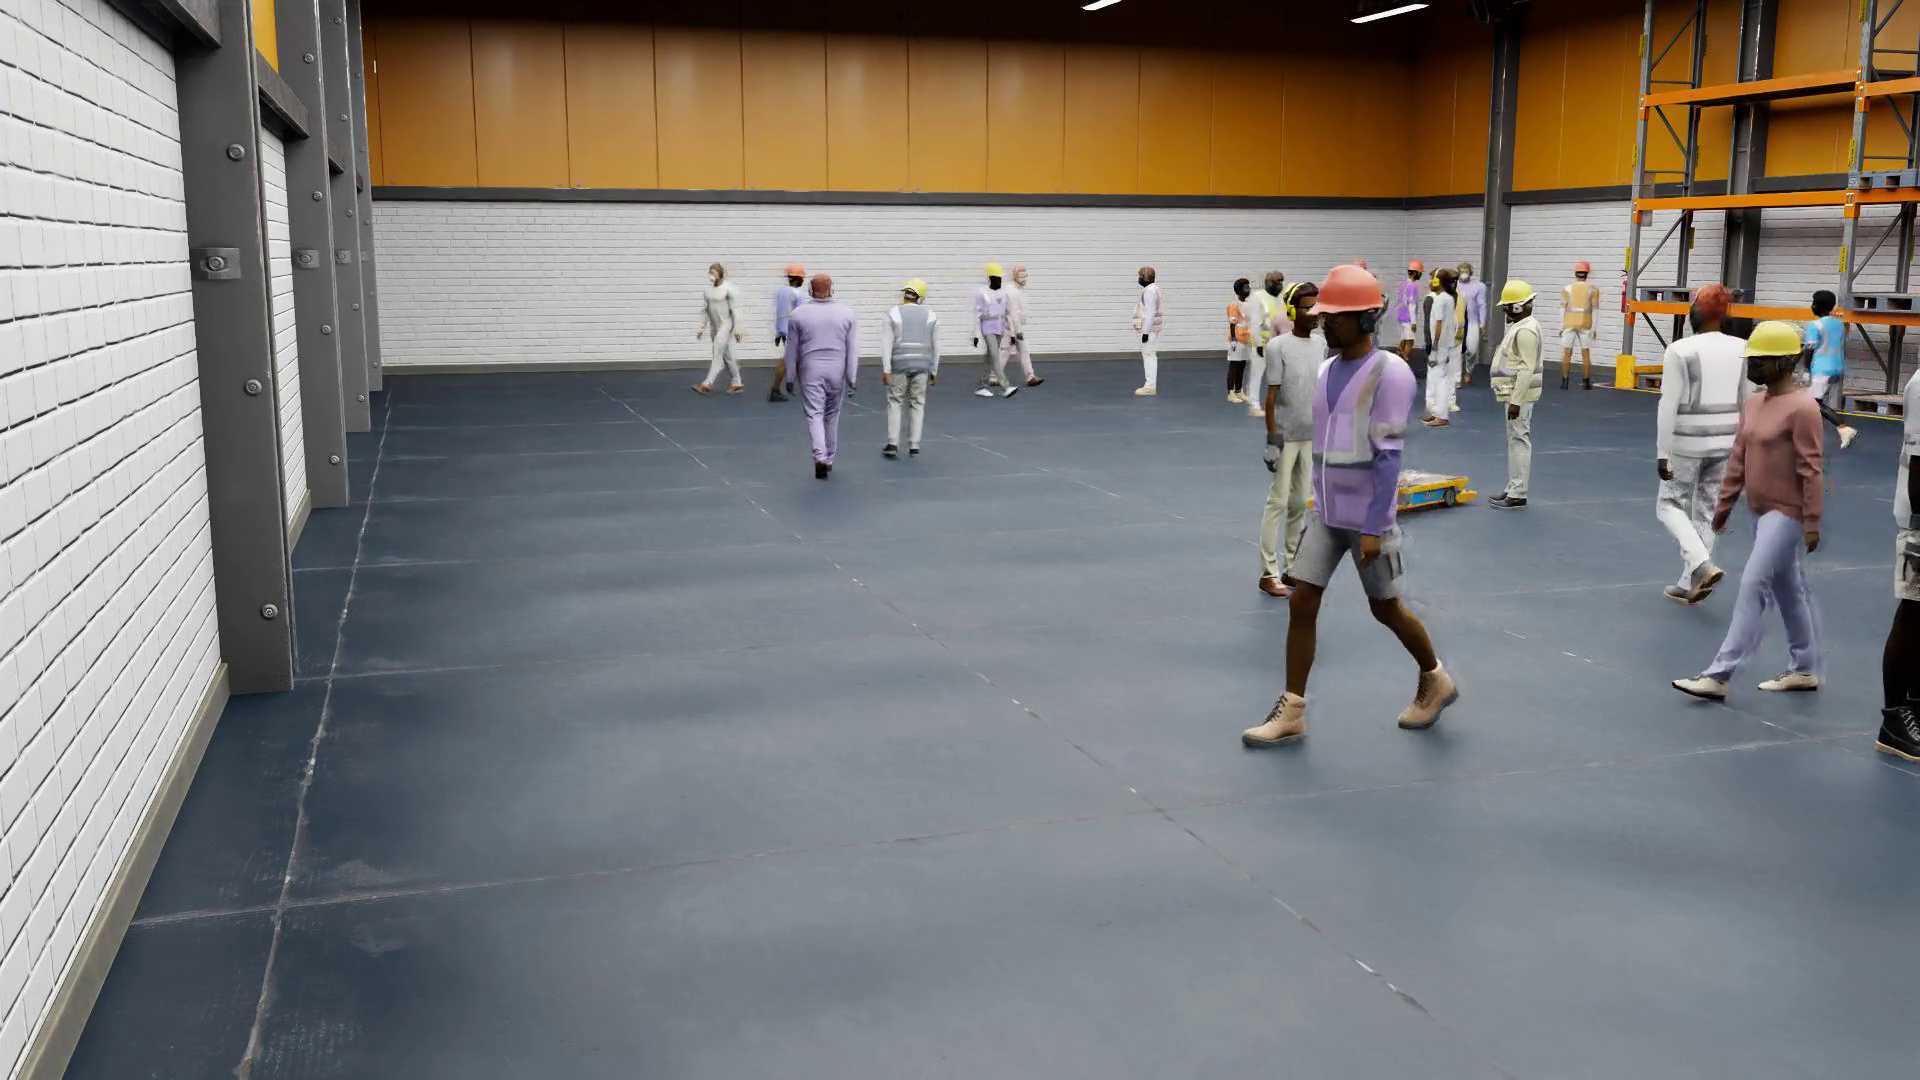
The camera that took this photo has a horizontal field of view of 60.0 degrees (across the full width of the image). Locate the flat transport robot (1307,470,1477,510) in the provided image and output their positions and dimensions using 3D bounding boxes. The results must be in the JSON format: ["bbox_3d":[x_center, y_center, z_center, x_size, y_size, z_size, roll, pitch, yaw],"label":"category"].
[{"bbox_3d":[3.485,-0.390,13.357,1.431,0.197,0.652,-9,13,-41],"label":"flat transport robot"}]

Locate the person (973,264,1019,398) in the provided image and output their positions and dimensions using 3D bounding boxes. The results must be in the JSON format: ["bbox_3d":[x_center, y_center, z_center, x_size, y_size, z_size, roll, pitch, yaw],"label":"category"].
[{"bbox_3d":[0.541,-2.923,23.360,0.612,1.876,0.954,-9,13,-42],"label":"person"}]

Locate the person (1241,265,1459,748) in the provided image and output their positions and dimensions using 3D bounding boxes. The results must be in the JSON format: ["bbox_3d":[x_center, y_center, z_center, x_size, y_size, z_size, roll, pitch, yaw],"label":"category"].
[{"bbox_3d":[1.693,-0.138,6.927,1.018,2.004,0.599,-5,11,-26],"label":"person"}]

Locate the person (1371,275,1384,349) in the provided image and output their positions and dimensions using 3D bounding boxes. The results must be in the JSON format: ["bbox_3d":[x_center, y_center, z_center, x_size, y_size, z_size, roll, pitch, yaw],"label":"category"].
[{"bbox_3d":[7.694,-4.160,31.243,0.501,1.633,0.279,1,10,8],"label":"person"}]

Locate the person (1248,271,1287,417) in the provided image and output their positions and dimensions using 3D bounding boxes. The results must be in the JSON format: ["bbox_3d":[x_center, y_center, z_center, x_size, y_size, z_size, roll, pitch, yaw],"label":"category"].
[{"bbox_3d":[3.886,-2.403,20.552,0.640,1.810,0.827,-6,11,-31],"label":"person"}]

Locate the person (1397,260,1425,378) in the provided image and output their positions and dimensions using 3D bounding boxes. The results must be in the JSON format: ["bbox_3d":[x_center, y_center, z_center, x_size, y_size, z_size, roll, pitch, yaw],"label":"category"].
[{"bbox_3d":[7.363,-3.599,27.168,0.415,1.926,0.557,0,10,2],"label":"person"}]

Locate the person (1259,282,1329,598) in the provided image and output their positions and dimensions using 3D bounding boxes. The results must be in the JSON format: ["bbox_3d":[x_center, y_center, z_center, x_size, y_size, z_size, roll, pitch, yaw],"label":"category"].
[{"bbox_3d":[2.020,-0.598,9.940,0.515,1.872,0.333,-7,12,-36],"label":"person"}]

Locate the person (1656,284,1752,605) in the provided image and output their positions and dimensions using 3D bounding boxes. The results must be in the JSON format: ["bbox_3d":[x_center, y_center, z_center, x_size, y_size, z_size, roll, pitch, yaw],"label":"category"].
[{"bbox_3d":[4.257,-0.522,9.497,0.584,1.867,0.551,-1,10,-8],"label":"person"}]

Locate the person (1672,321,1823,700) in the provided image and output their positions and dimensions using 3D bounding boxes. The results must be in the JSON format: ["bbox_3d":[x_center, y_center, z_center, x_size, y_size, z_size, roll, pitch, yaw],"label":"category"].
[{"bbox_3d":[3.628,-0.124,7.596,0.848,1.726,0.550,0,10,-2],"label":"person"}]

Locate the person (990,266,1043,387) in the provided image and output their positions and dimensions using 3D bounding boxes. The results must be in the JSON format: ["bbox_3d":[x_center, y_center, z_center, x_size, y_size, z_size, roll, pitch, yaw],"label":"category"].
[{"bbox_3d":[0.847,-3.239,25.336,0.849,1.842,0.680,4,11,24],"label":"person"}]

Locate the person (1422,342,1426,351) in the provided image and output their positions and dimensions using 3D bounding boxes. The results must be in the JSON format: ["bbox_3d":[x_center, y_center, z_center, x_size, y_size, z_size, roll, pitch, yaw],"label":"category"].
[{"bbox_3d":[6.657,-2.726,23.008,0.533,1.601,0.811,-4,10,-20],"label":"person"}]

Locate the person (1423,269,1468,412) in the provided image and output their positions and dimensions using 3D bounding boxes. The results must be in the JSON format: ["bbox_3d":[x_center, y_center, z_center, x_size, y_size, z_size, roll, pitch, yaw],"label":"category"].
[{"bbox_3d":[6.246,-2.552,21.377,0.619,1.836,0.432,-3,10,-19],"label":"person"}]

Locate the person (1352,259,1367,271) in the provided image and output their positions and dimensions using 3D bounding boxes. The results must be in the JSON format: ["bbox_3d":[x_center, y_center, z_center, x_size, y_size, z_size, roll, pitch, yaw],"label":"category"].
[{"bbox_3d":[6.392,-3.593,27.066,0.633,1.953,0.909,-2,10,-12],"label":"person"}]

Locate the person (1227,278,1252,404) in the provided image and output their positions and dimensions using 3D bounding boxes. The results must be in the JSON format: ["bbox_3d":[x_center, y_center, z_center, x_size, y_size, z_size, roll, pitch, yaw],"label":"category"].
[{"bbox_3d":[3.822,-2.712,22.670,0.318,1.700,0.535,7,12,36],"label":"person"}]

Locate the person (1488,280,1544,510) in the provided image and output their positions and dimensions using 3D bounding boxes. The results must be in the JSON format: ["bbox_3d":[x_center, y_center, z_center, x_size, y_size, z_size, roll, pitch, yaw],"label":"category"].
[{"bbox_3d":[4.436,-1.153,13.289,0.403,1.822,0.587,3,10,17],"label":"person"}]

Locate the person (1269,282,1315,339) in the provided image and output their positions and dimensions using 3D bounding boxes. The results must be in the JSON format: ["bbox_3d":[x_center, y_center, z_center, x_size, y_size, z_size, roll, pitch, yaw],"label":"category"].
[{"bbox_3d":[3.582,-1.921,18.028,0.531,1.732,0.888,8,13,39],"label":"person"}]

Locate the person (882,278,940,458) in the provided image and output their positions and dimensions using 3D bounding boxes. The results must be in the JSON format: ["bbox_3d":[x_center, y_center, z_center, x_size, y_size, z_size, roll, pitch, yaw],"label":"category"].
[{"bbox_3d":[-0.490,-1.721,16.676,0.617,1.789,0.484,-3,10,-15],"label":"person"}]

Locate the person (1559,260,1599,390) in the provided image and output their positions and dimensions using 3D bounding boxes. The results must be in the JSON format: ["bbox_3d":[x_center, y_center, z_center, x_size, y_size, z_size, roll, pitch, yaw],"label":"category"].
[{"bbox_3d":[9.254,-3.215,24.900,0.550,1.935,0.380,4,10,21],"label":"person"}]

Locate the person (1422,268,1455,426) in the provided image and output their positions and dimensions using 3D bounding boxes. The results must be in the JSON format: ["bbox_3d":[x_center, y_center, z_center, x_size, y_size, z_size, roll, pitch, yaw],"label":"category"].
[{"bbox_3d":[5.649,-2.268,19.680,0.444,1.854,0.597,6,11,30],"label":"person"}]

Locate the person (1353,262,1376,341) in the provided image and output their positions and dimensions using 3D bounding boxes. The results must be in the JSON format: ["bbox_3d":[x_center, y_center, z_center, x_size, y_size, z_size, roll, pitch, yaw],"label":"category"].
[{"bbox_3d":[6.104,-3.322,25.607,0.643,1.908,0.411,-2,10,-12],"label":"person"}]

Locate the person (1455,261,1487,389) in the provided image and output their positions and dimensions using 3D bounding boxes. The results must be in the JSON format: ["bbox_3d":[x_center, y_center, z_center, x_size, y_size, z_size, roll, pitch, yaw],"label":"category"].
[{"bbox_3d":[7.637,-3.260,25.205,0.647,1.924,0.657,3,10,19],"label":"person"}]

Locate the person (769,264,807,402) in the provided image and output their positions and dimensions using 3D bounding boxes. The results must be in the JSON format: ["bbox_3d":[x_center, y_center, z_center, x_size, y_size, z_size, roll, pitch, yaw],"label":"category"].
[{"bbox_3d":[-2.248,-2.857,22.969,0.997,1.878,0.569,-7,12,-36],"label":"person"}]

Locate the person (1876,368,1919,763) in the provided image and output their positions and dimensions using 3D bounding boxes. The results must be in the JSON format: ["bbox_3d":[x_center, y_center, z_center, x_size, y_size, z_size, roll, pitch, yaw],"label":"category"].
[{"bbox_3d":[3.996,-0.092,6.727,0.608,1.965,0.370,-8,12,-38],"label":"person"}]

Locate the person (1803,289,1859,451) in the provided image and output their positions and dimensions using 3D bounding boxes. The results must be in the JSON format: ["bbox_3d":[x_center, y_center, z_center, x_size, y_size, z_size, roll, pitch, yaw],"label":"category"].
[{"bbox_3d":[8.910,-1.721,17.030,0.542,1.677,0.726,-6,11,-31],"label":"person"}]

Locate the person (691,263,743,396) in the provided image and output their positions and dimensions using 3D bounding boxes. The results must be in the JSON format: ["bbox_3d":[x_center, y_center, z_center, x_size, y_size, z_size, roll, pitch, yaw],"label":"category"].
[{"bbox_3d":[-3.508,-3.009,23.849,0.647,1.879,1.035,9,13,42],"label":"person"}]

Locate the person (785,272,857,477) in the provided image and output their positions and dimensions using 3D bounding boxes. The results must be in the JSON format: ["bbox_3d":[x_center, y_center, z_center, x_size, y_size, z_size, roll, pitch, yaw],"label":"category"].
[{"bbox_3d":[-1.271,-1.522,15.302,0.653,1.871,0.959,-2,10,-13],"label":"person"}]

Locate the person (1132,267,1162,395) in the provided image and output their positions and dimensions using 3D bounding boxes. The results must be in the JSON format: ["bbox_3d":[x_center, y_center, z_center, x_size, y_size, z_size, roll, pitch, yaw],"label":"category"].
[{"bbox_3d":[2.697,-3.013,24.005,0.429,1.841,0.634,2,10,12],"label":"person"}]
